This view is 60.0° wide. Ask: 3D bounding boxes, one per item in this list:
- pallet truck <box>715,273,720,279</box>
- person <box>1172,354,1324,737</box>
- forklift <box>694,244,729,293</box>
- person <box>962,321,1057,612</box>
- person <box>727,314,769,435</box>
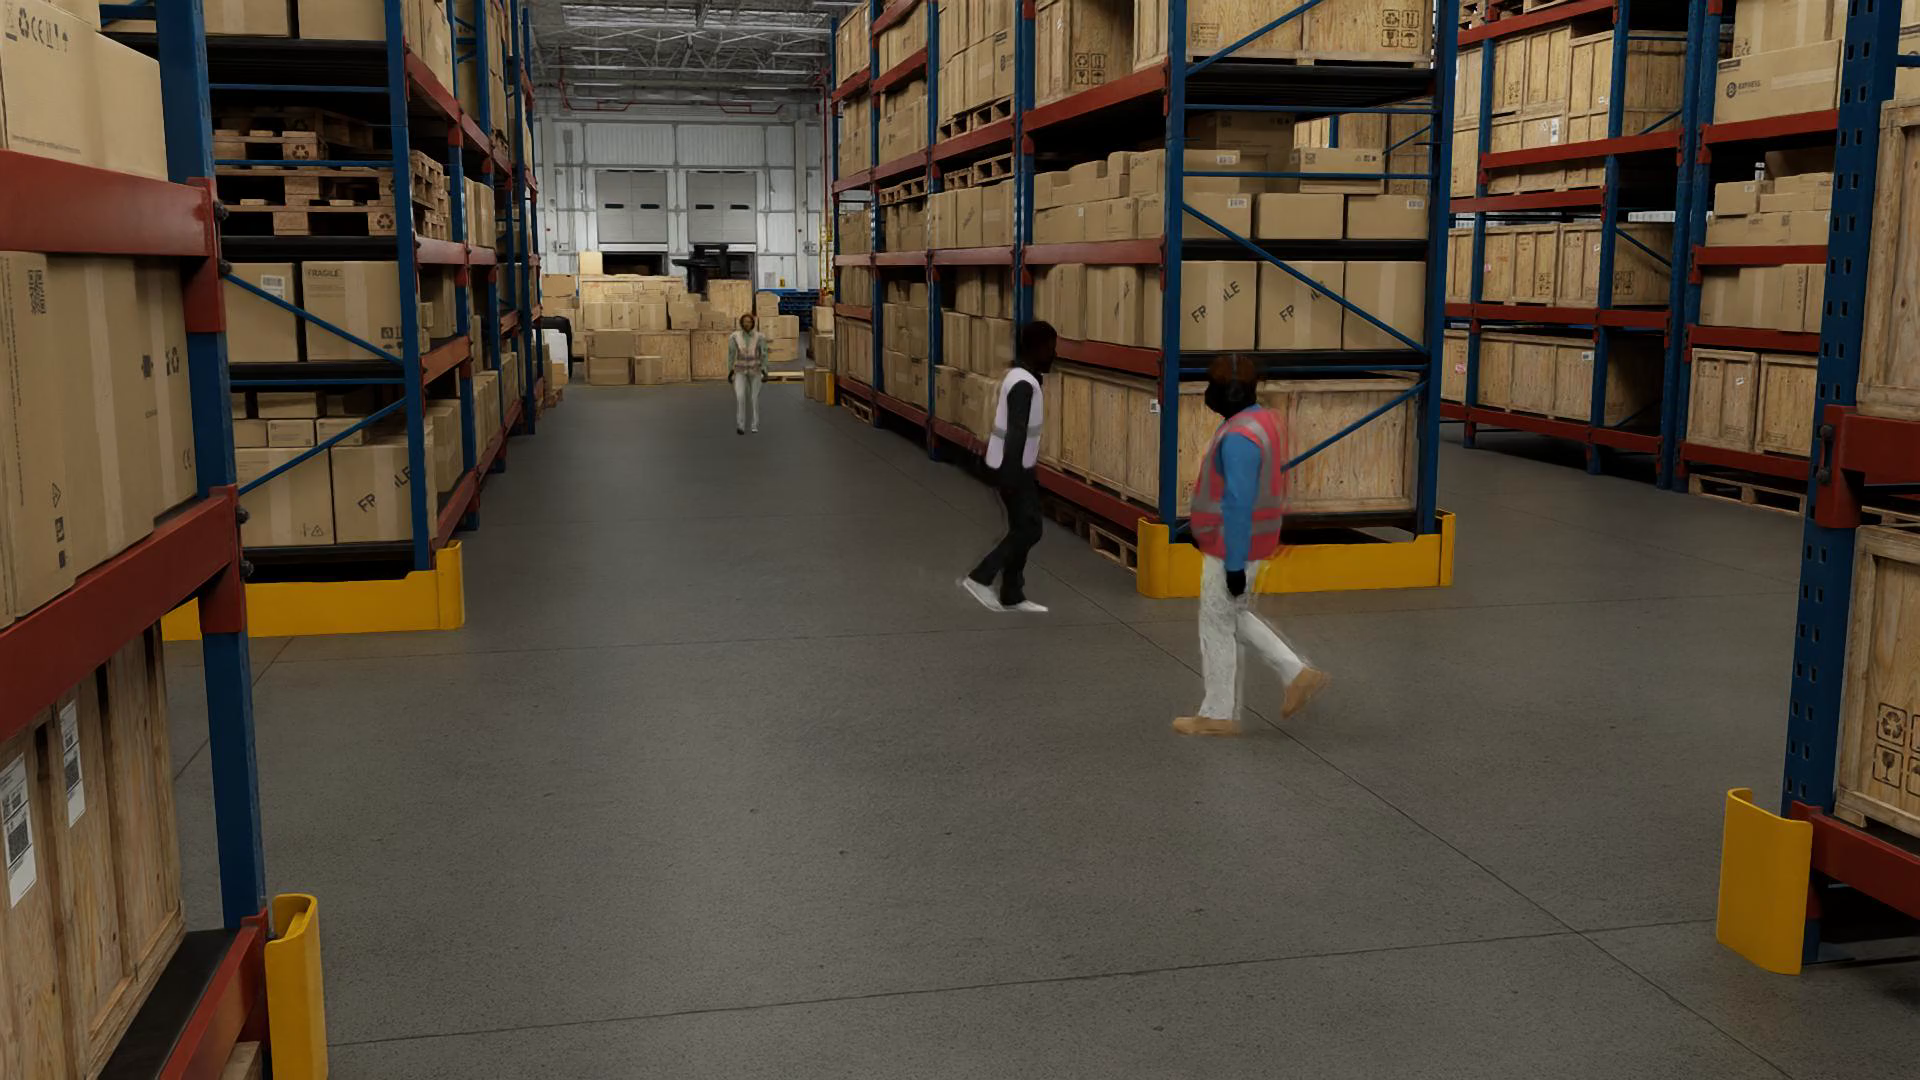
[{"bbox_3d":[-8.580,-8.986,62.280,1.885,1.965,0.823,1,9,5],"label":"pallet truck"},{"bbox_3d":[1.353,0.038,7.803,0.594,1.824,0.638,3,10,18],"label":"person"},{"bbox_3d":[-6.639,-6.533,44.642,1.129,2.768,1.873,5,11,28],"label":"forklift"},{"bbox_3d":[0.360,-0.446,10.582,0.497,1.892,0.598,0,9,2],"label":"person"},{"bbox_3d":[-2.814,-2.194,22.084,0.558,1.597,0.835,-1,9,-5],"label":"person"}]
